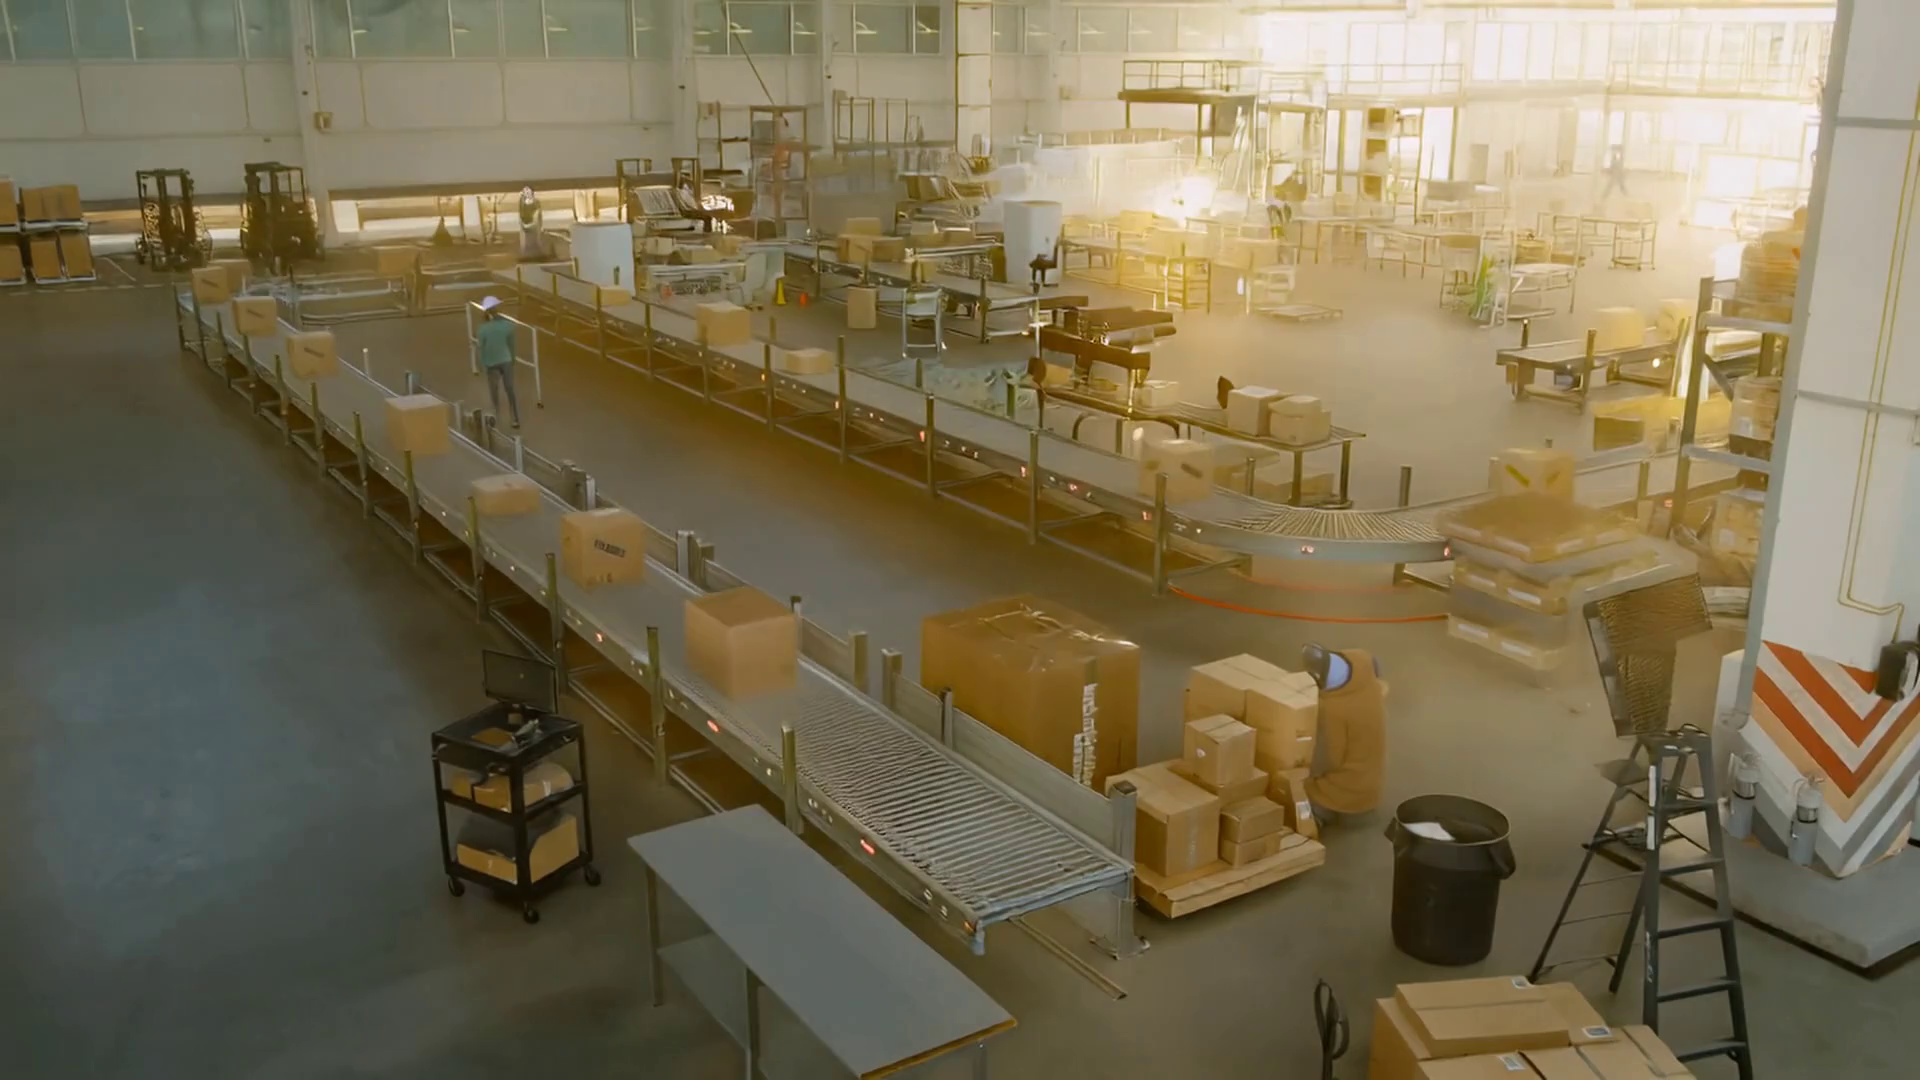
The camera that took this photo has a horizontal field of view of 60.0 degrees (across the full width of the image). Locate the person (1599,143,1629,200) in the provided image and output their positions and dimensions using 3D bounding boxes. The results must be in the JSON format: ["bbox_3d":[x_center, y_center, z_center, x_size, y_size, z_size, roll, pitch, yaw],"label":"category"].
[{"bbox_3d":[21.081,-11.810,53.346,0.823,1.819,0.508,8,19,25],"label":"person"}]

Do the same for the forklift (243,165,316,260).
[{"bbox_3d":[-15.898,-7.669,38.708,1.157,1.987,2.680,-11,20,-33],"label":"forklift"}]

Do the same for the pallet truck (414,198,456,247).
[{"bbox_3d":[-13.250,-8.060,41.856,0.680,1.201,1.601,-10,20,-31],"label":"pallet truck"}]

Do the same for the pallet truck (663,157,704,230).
[{"bbox_3d":[-7.586,-9.308,44.692,0.823,1.965,1.885,-11,20,-33],"label":"pallet truck"}]

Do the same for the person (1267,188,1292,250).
[{"bbox_3d":[6.623,-6.333,34.759,0.611,2.024,0.757,-8,19,-25],"label":"person"}]

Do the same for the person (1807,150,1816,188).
[{"bbox_3d":[27.182,-11.692,52.677,0.602,1.967,0.366,12,20,34],"label":"person"}]

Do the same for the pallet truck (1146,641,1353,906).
[{"bbox_3d":[1.664,1.407,10.232,1.630,1.274,0.653,-10,20,-31],"label":"pallet truck"}]

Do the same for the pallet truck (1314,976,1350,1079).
[{"bbox_3d":[2.299,2.390,7.086,1.601,1.201,0.680,-2,17,-7],"label":"pallet truck"}]

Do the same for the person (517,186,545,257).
[{"bbox_3d":[-9.484,-6.884,36.813,0.657,1.885,0.594,7,18,22],"label":"person"}]

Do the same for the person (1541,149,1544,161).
[{"bbox_3d":[21.826,-14.476,62.496,0.504,1.632,0.270,10,20,31],"label":"person"}]

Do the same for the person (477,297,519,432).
[{"bbox_3d":[-6.047,-2.295,21.758,0.533,1.765,0.329,-13,21,-37],"label":"person"}]

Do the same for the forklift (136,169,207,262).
[{"bbox_3d":[-17.842,-7.318,37.559,1.157,1.987,2.680,-10,20,-31],"label":"forklift"}]

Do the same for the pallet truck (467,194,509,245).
[{"bbox_3d":[-11.983,-8.177,42.137,0.704,1.261,1.522,-11,20,-33],"label":"pallet truck"}]

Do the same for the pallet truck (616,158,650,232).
[{"bbox_3d":[-8.918,-9.176,44.255,0.823,1.965,1.885,-9,19,-27],"label":"pallet truck"}]

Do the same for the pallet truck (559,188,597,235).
[{"bbox_3d":[-10.010,-8.652,43.699,0.653,1.274,1.630,-10,20,-31],"label":"pallet truck"}]
